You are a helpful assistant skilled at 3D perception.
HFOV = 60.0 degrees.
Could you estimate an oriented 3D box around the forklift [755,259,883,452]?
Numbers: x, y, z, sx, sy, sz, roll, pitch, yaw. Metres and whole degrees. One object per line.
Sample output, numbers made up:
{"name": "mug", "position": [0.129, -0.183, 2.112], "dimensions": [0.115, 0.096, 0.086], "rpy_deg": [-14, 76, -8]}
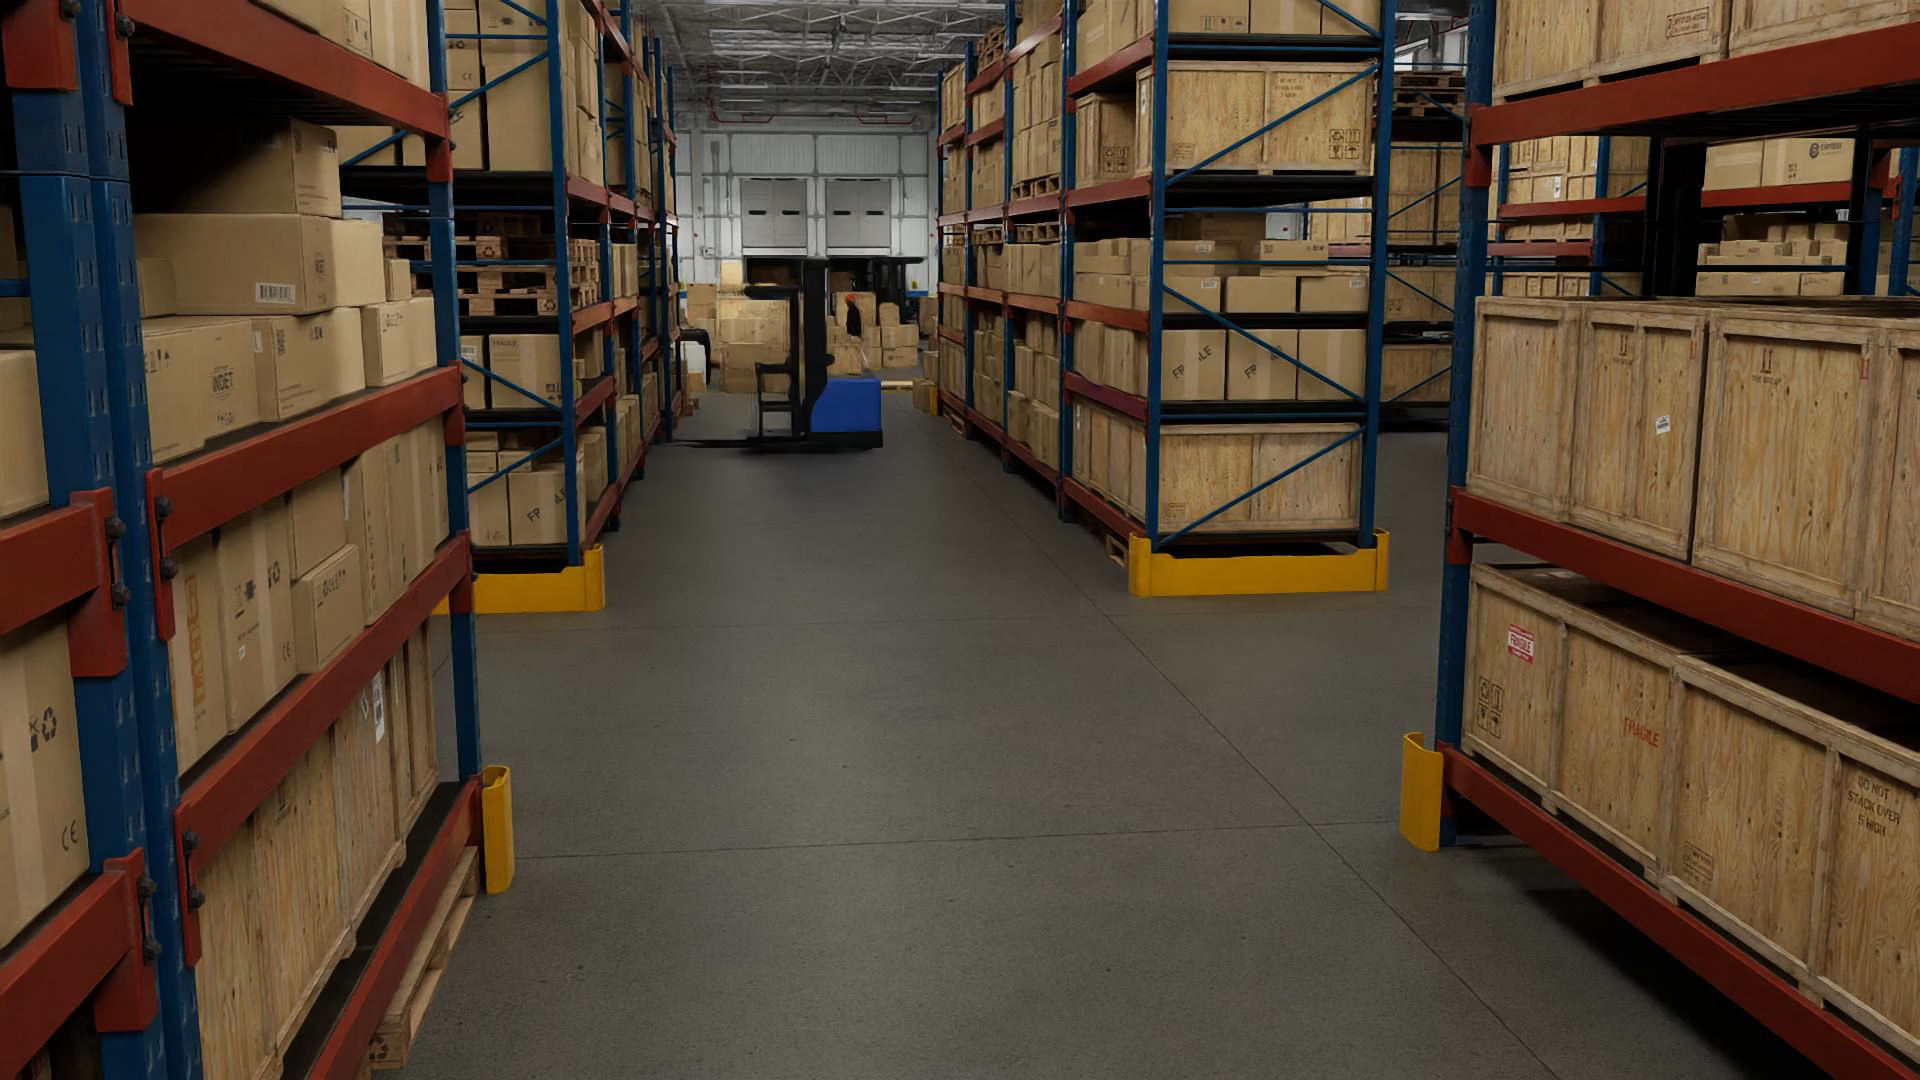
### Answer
{"name": "forklift", "position": [-2.114, -2.746, 24.551], "dimensions": [1.873, 2.768, 1.129], "rpy_deg": [-1, 10, -7]}

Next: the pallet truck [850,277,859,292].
{"name": "pallet truck", "position": [-3.782, -9.391, 65.808], "dimensions": [1.885, 1.965, 0.823], "rpy_deg": [2, 10, 10]}

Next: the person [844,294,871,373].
{"name": "person", "position": [-2.630, -5.017, 40.503], "dimensions": [1.026, 1.938, 0.643], "rpy_deg": [-3, 10, -19]}

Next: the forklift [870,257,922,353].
{"name": "forklift", "position": [-2.190, -6.798, 48.143], "dimensions": [1.873, 2.768, 1.129], "rpy_deg": [-8, 13, -39]}

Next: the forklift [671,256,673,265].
{"name": "forklift", "position": [-10.987, -9.066, 61.344], "dimensions": [1.129, 2.768, 1.873], "rpy_deg": [-1, 10, -7]}
